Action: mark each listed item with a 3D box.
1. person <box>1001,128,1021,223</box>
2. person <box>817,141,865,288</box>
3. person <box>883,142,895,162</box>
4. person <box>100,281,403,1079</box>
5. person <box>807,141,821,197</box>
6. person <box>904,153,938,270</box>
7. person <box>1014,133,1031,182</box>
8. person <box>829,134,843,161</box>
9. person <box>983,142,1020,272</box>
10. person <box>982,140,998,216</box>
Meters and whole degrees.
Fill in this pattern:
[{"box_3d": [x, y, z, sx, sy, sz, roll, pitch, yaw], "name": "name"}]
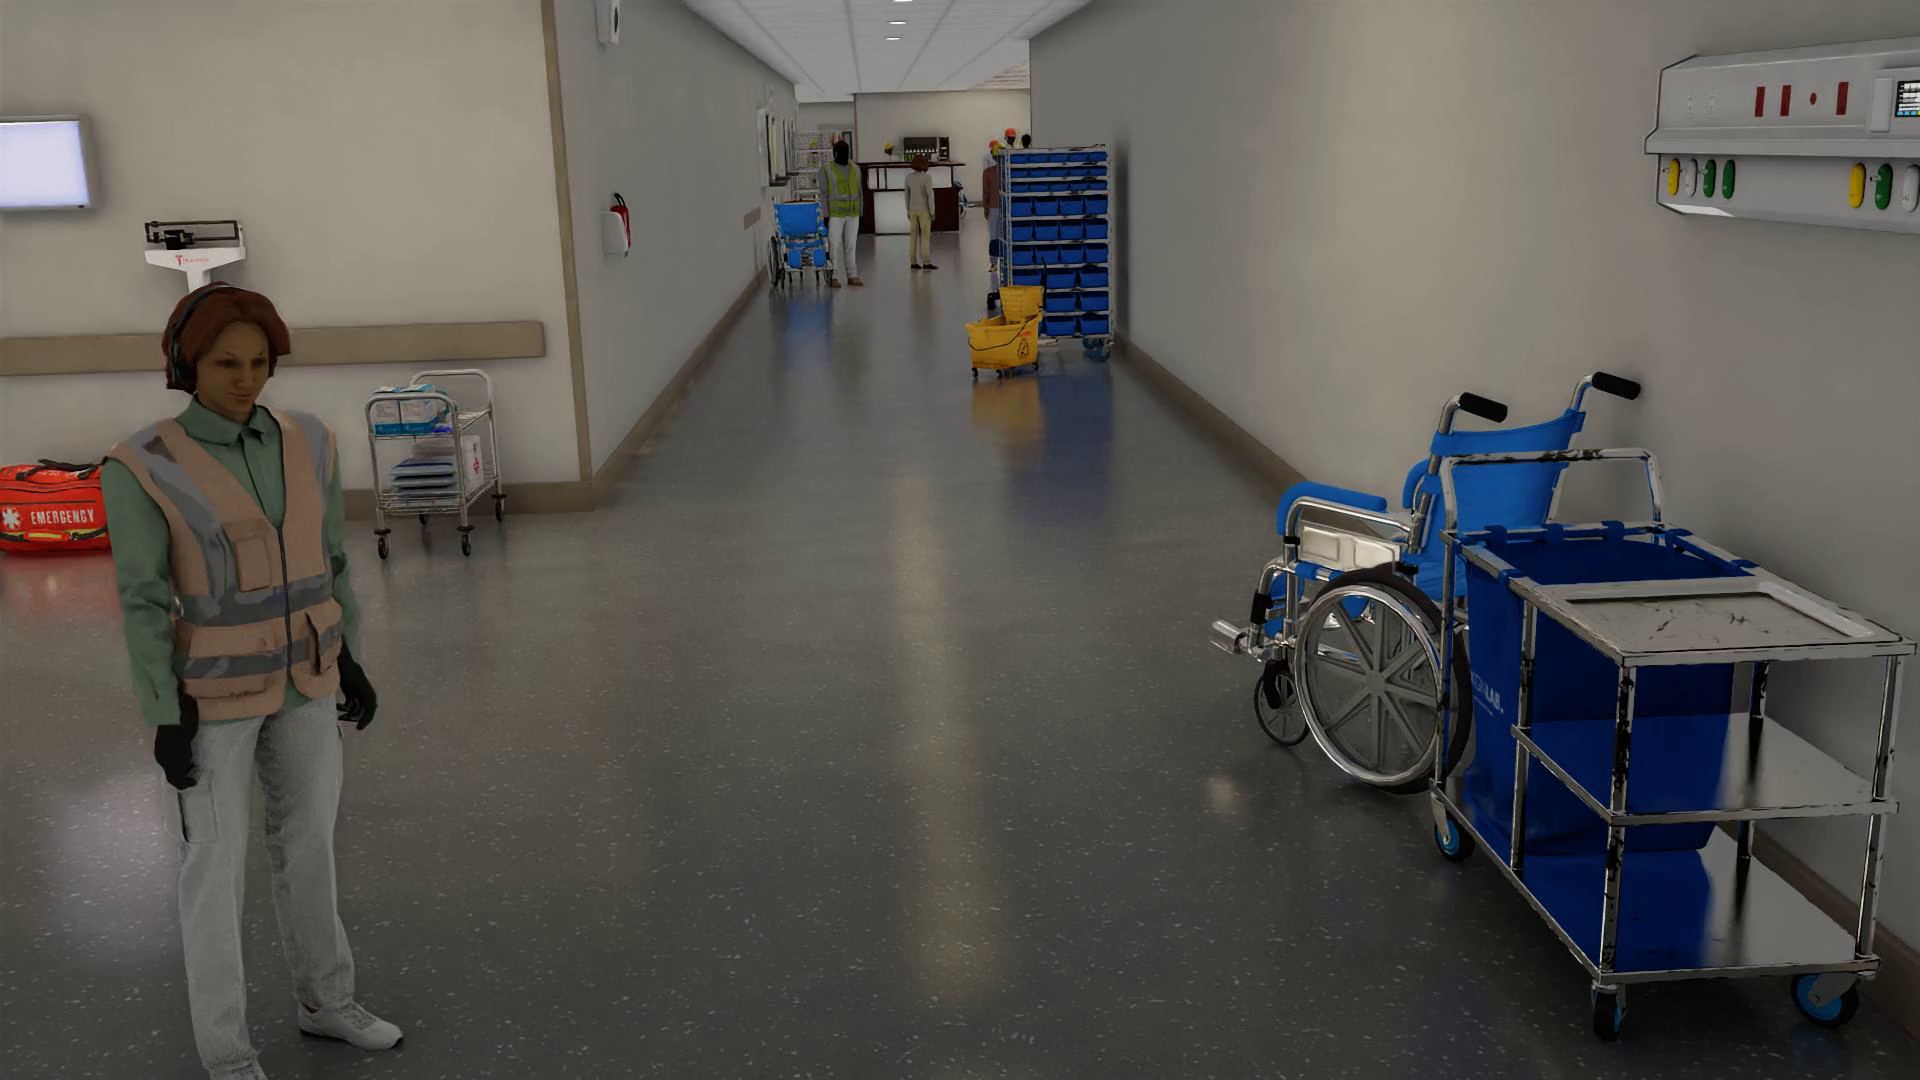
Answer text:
[{"box_3d": [1.067, -7.648, 34.987, 0.622, 1.992, 0.396, -11, 17, -34], "name": "person"}, {"box_3d": [-1.494, -4.170, 21.315, 0.621, 1.845, 0.430, -10, 16, -31], "name": "person"}, {"box_3d": [-1.729, -9.133, 41.941, 0.398, 1.749, 0.537, -1, 14, 3], "name": "person"}, {"box_3d": [-1.392, 0.313, 3.300, 0.314, 1.639, 0.514, 6, 16, 30], "name": "person"}, {"box_3d": [-3.820, -9.532, 43.670, 0.404, 1.822, 0.586, -2, 14, -3], "name": "person"}, {"box_3d": [-0.561, -4.670, 23.694, 0.507, 1.631, 0.266, 9, 17, 38], "name": "person"}, {"box_3d": [1.313, -7.002, 32.554, 0.532, 1.876, 0.319, 1, 14, 11], "name": "person"}, {"box_3d": [-2.765, -8.257, 37.966, 0.407, 1.985, 0.621, 2, 14, 16], "name": "person"}, {"box_3d": [0.574, -4.585, 22.960, 0.521, 1.758, 0.346, 0, 14, 7], "name": "person"}, {"box_3d": [0.796, -8.476, 38.941, 0.564, 1.743, 0.352, -12, 17, -37], "name": "person"}]
